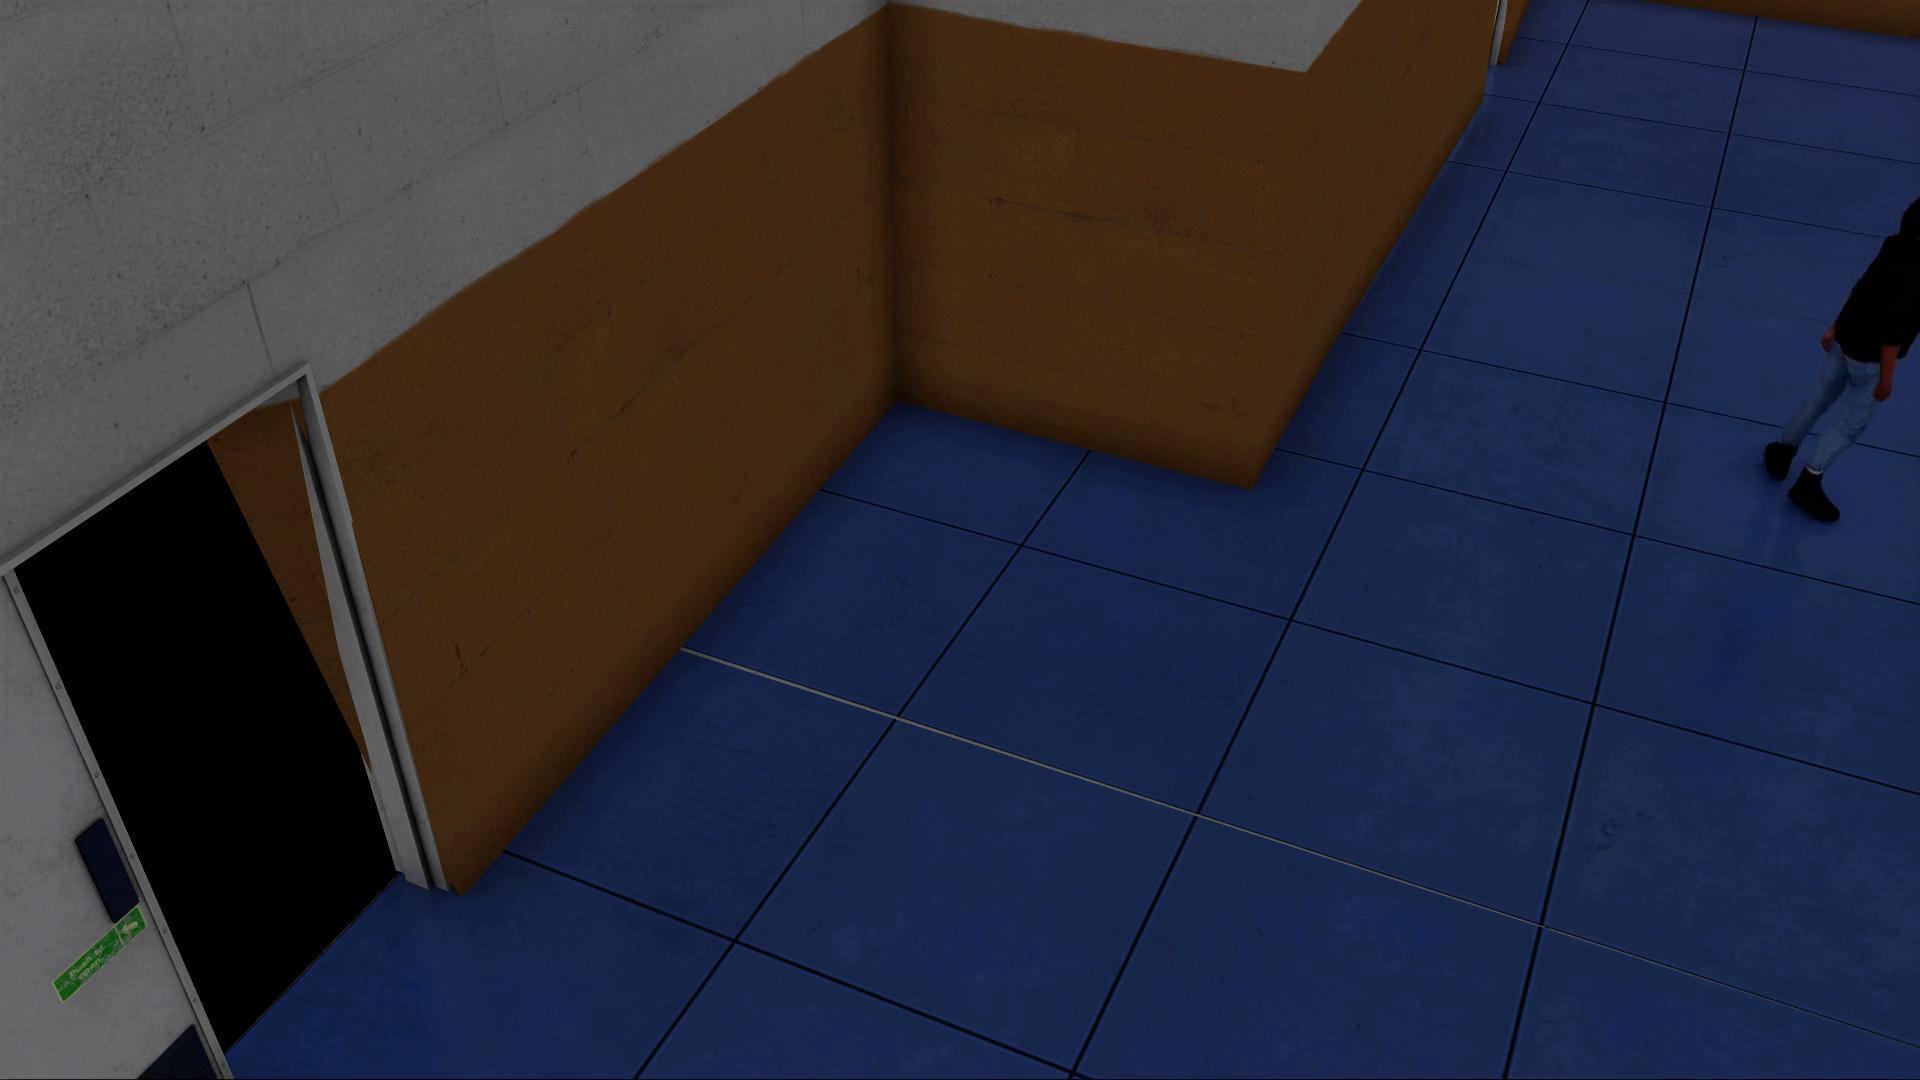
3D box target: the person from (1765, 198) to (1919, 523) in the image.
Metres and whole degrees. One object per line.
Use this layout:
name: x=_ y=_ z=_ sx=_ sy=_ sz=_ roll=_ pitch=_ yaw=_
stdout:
person: x=4.219 y=-0.910 z=7.872 sx=0.726 sy=1.677 sz=0.834 roll=-3 pitch=37 yaw=-4
